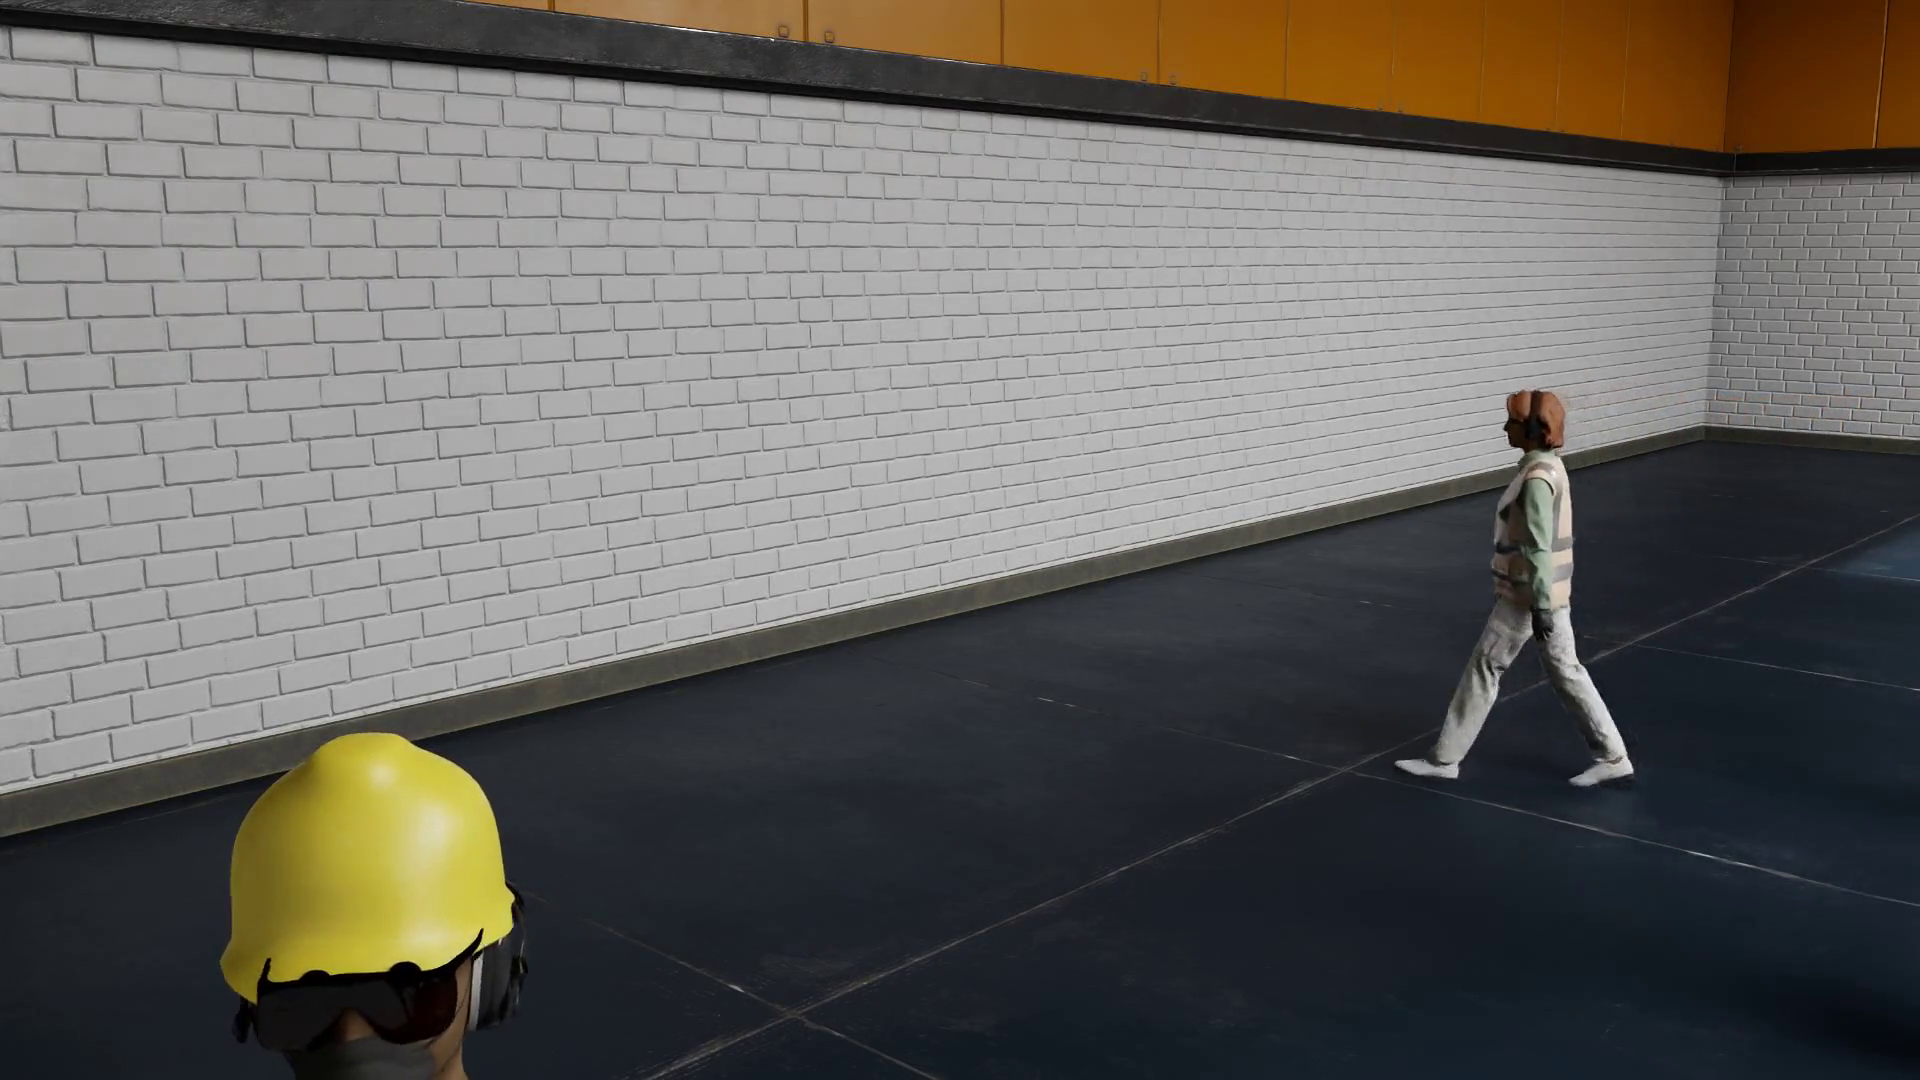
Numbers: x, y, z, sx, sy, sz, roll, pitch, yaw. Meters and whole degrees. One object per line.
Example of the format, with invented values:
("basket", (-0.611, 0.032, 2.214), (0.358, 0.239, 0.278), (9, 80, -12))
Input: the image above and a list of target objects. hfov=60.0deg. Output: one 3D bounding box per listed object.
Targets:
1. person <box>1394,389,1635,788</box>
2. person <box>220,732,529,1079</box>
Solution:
("person", (2.245, 0.200, 6.528), (0.889, 1.592, 0.518), (5, 11, 27))
("person", (-0.442, 1.015, 1.375), (0.533, 1.772, 0.298), (2, 10, 12))
